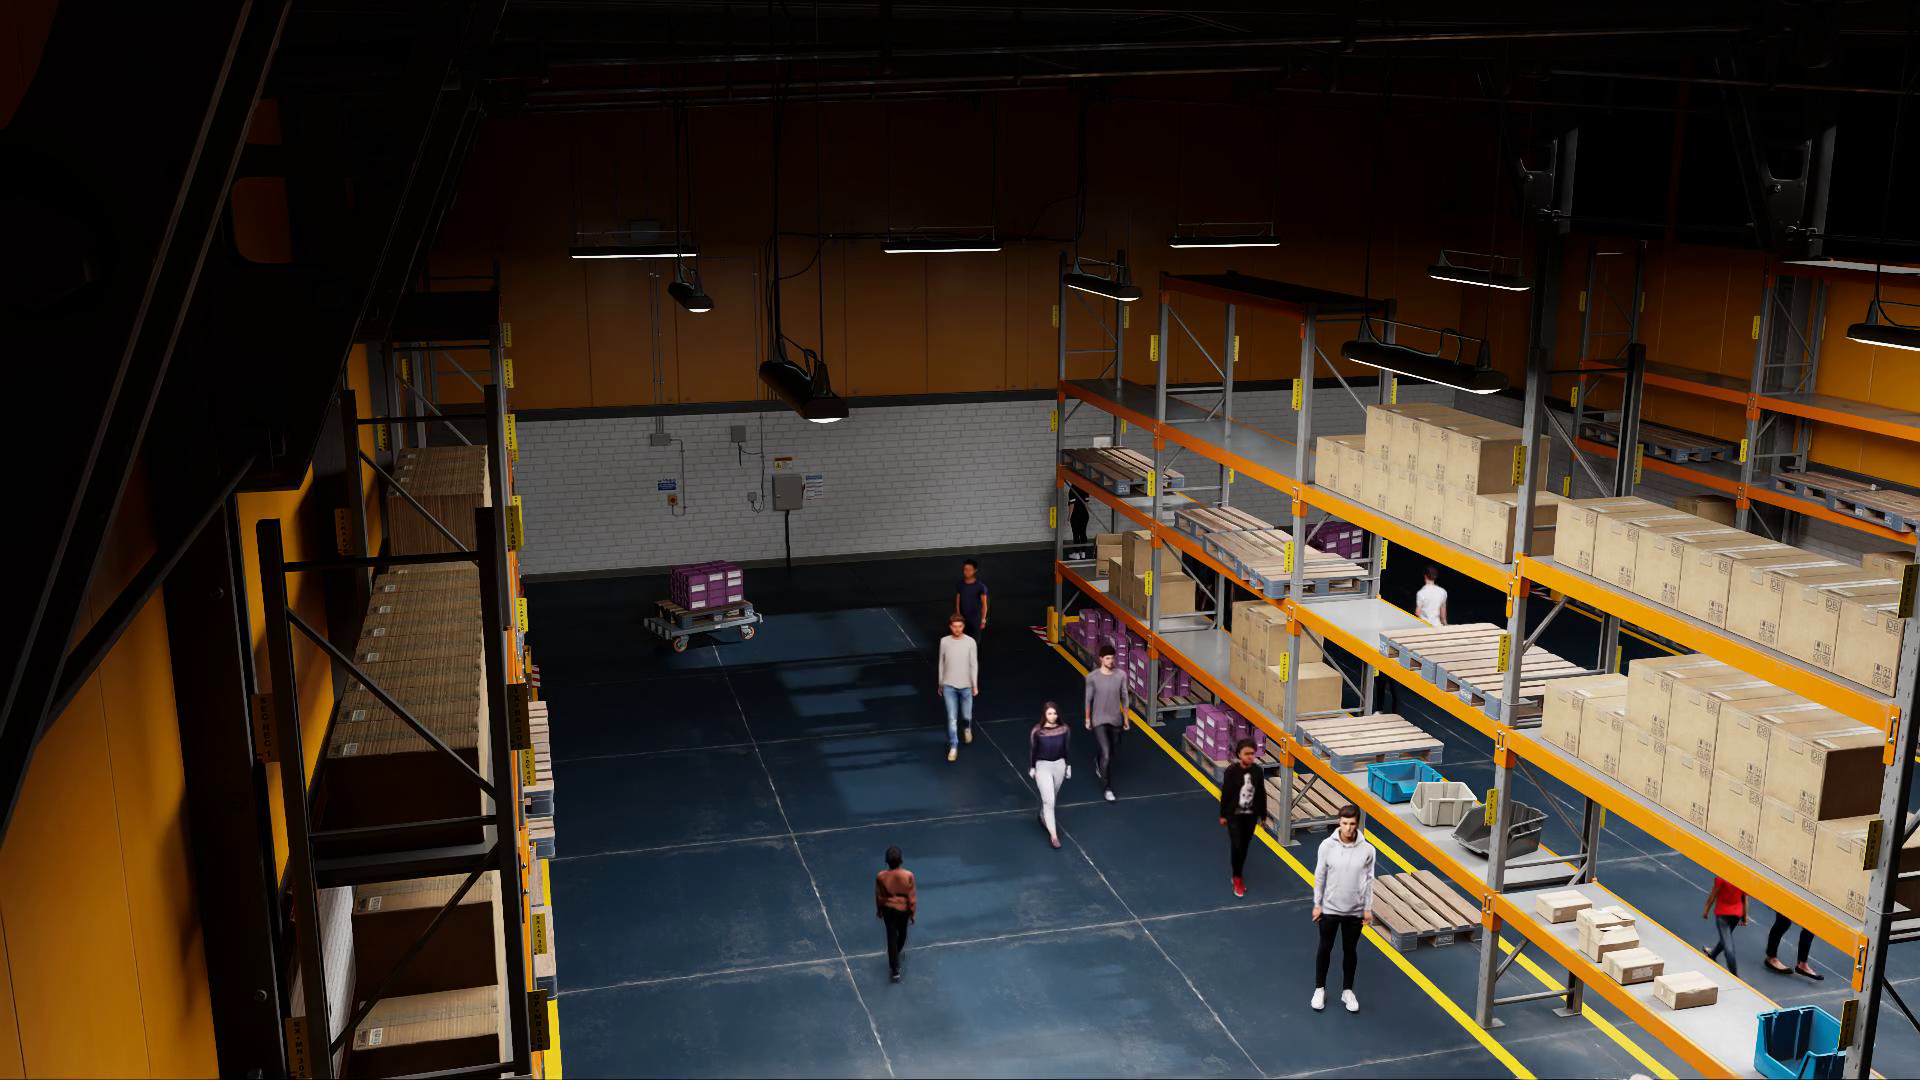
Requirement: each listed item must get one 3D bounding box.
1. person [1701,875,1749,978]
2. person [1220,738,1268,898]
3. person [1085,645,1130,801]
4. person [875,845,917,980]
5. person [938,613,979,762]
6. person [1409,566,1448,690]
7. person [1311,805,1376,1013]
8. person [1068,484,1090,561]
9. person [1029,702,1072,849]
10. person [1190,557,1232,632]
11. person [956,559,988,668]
[{"bbox_3d":[7.105,3.489,15.297,0.580,1.275,0.949,-2,14,-7],"label":"person"},{"bbox_3d":[2.899,2.821,17.241,0.639,1.660,0.686,-2,14,-10],"label":"person"},{"bbox_3d":[1.724,2.123,19.783,0.678,1.819,1.090,-4,14,-14],"label":"person"},{"bbox_3d":[-0.604,3.473,15.478,0.660,1.221,0.934,-1,14,-2],"label":"person"},{"bbox_3d":[-0.034,1.808,20.949,0.834,1.884,1.006,1,14,3],"label":"person"},{"bbox_3d":[6.597,1.300,23.160,0.790,1.831,1.010,-7,15,-26],"label":"person"},{"bbox_3d":[3.414,3.257,14.867,0.761,1.930,0.728,1,14,6],"label":"person"},{"bbox_3d":[2.204,-0.461,30.840,0.675,1.639,0.679,-9,16,-32],"label":"person"},{"bbox_3d":[0.991,2.562,18.501,0.598,1.570,1.045,-4,14,-14],"label":"person"},{"bbox_3d":[3.714,0.620,26.097,1.237,1.770,1.090,10,17,37],"label":"person"},{"bbox_3d":[0.195,1.123,24.054,0.919,1.754,1.000,5,14,20],"label":"person"}]
